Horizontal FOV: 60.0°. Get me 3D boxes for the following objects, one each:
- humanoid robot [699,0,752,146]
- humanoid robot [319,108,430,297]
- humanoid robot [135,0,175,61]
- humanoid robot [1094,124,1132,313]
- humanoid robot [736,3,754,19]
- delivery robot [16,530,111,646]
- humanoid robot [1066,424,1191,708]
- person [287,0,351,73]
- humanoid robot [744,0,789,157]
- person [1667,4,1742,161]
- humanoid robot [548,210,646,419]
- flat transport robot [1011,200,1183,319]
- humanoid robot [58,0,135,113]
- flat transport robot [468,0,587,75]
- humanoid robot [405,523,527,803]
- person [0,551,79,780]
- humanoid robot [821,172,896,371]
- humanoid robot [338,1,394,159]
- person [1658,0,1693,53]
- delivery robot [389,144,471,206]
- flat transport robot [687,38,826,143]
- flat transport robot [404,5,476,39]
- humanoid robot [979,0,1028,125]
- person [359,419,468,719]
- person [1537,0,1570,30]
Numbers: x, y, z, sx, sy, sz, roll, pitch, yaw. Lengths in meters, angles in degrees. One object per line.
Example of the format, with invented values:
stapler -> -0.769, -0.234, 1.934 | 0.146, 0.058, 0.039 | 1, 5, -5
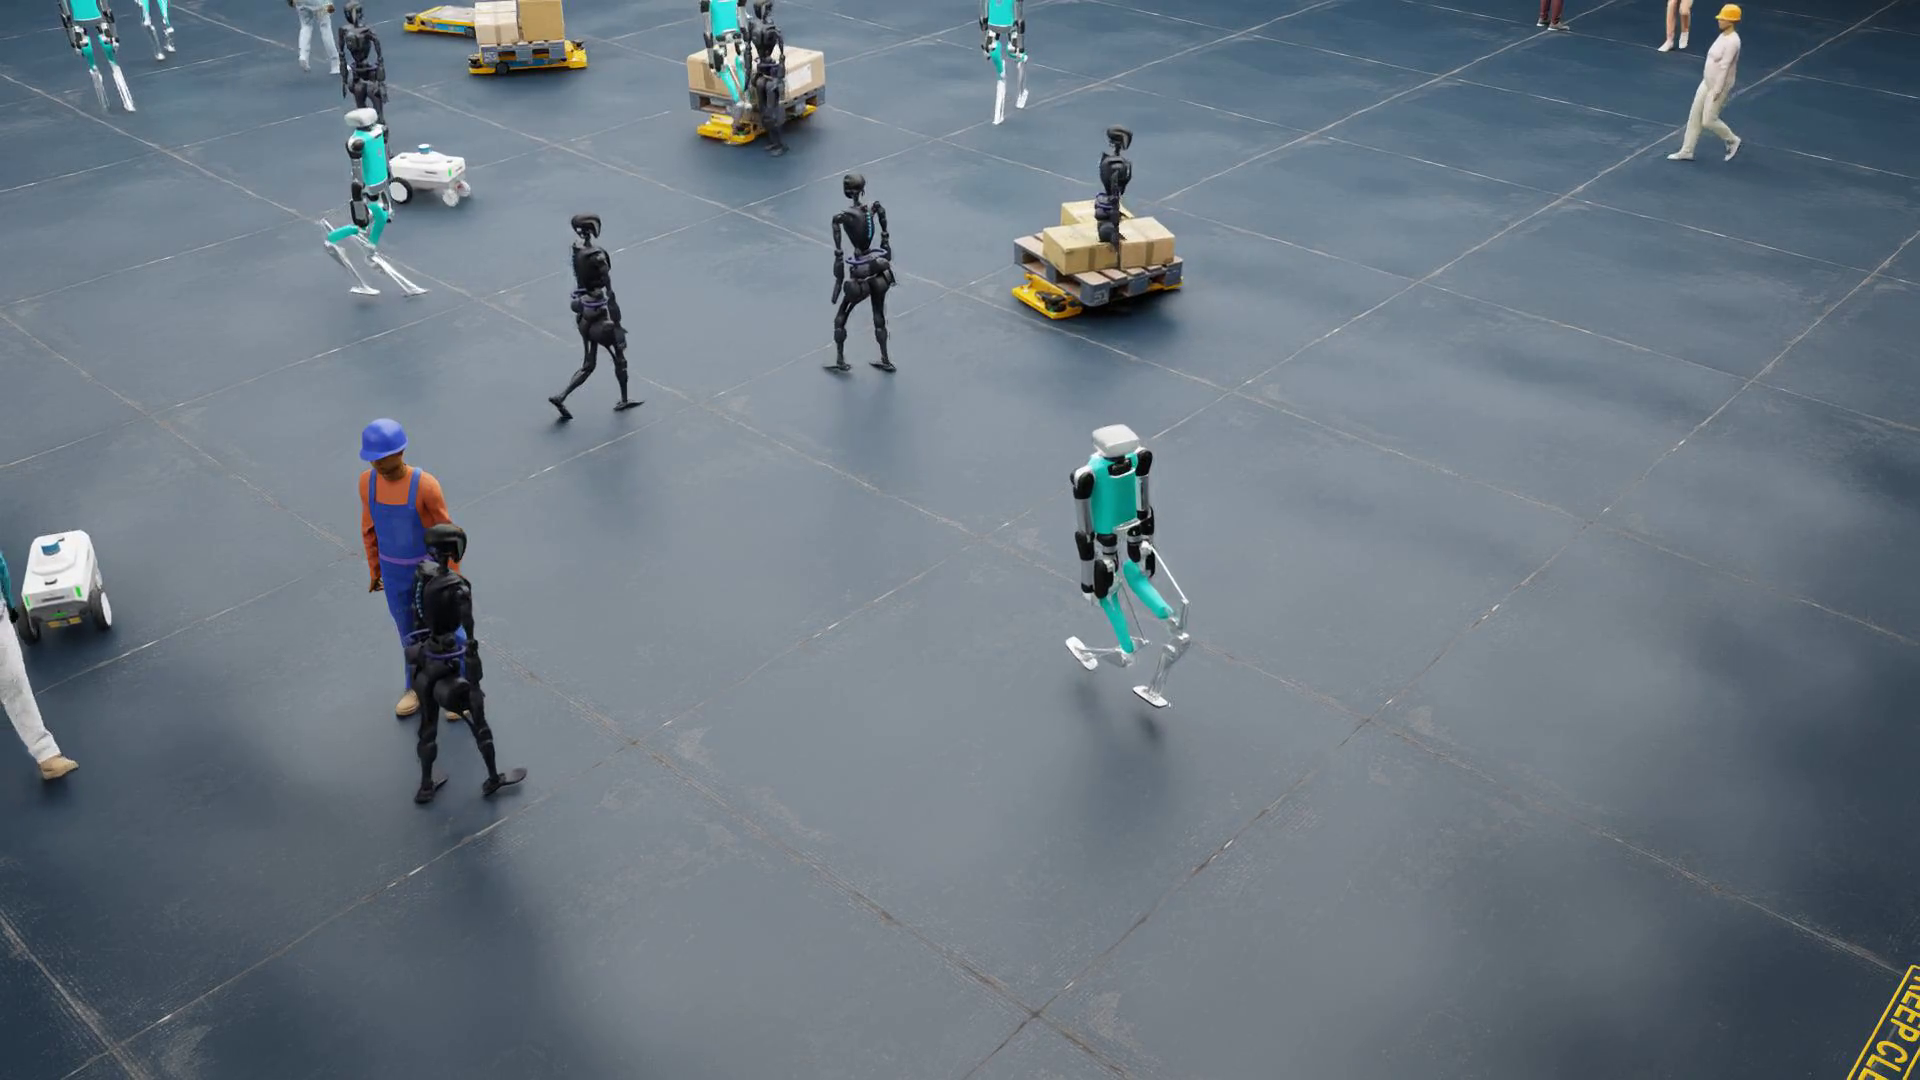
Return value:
humanoid robot -> -2.428, -5.137, 18.079 | 0.530, 1.828, 0.756 | -16, 35, -24
humanoid robot -> -5.187, -2.854, 14.367 | 0.922, 1.764, 0.538 | 7, 32, 11
humanoid robot -> -10.112, -6.869, 20.848 | 0.566, 1.780, 0.889 | -15, 35, -23
humanoid robot -> 1.280, -2.765, 14.282 | 0.440, 1.646, 0.599 | 2, 32, 3
humanoid robot -> -3.254, -7.973, 22.611 | 0.882, 1.781, 0.543 | 8, 33, 13
delivery robot -> -5.651, 0.258, 10.460 | 0.499, 0.587, 0.777 | -11, 33, -17
humanoid robot -> 0.997, 0.243, 9.391 | 0.537, 1.734, 1.026 | -21, 37, -30
person -> -7.951, -6.620, 20.268 | 0.634, 1.895, 0.607 | 9, 33, 14
humanoid robot -> -2.055, -4.963, 17.810 | 0.603, 1.653, 0.330 | 24, 39, 33
person -> 8.001, -4.784, 17.519 | 0.610, 1.676, 0.491 | 0, 32, 0
humanoid robot -> -2.820, -1.701, 12.580 | 0.698, 1.624, 0.601 | -22, 38, -31
flat transport robot -> 1.233, -2.305, 14.865 | 1.431, 0.231, 0.659 | -19, 36, -27
humanoid robot -> -9.910, -5.751, 19.059 | 0.530, 1.823, 0.732 | -13, 34, -19
flat transport robot -> -5.462, -6.117, 21.003 | 1.431, 0.231, 0.659 | -7, 33, -11
humanoid robot -> -2.714, 0.676, 8.754 | 0.605, 1.623, 0.545 | 27, 41, 36
person -> -5.310, 0.504, 8.912 | 0.991, 1.773, 0.652 | 23, 38, 32
humanoid robot -> -0.783, -2.128, 13.252 | 0.631, 1.633, 0.491 | -26, 40, -35
humanoid robot -> -6.346, -4.872, 17.677 | 0.587, 1.652, 0.467 | 11, 33, 17
person -> 9.209, -7.156, 21.168 | 0.520, 1.857, 0.404 | 27, 41, 36
delivery robot -> -5.402, -3.699, 16.857 | 0.815, 0.614, 0.499 | 7, 33, 11
flat transport robot -> -2.309, -4.858, 18.976 | 0.659, 0.231, 1.431 | 17, 36, 26
flat transport robot -> -6.689, -6.968, 22.374 | 1.431, 0.231, 0.659 | 11, 33, 17
humanoid robot -> 0.580, -5.702, 18.999 | 0.530, 1.780, 1.024 | 12, 34, 18
person -> -3.068, 0.169, 9.328 | 0.531, 1.908, 0.367 | 5, 32, 7
person -> 8.036, -7.744, 22.166 | 0.379, 1.806, 0.538 | -10, 33, -15
